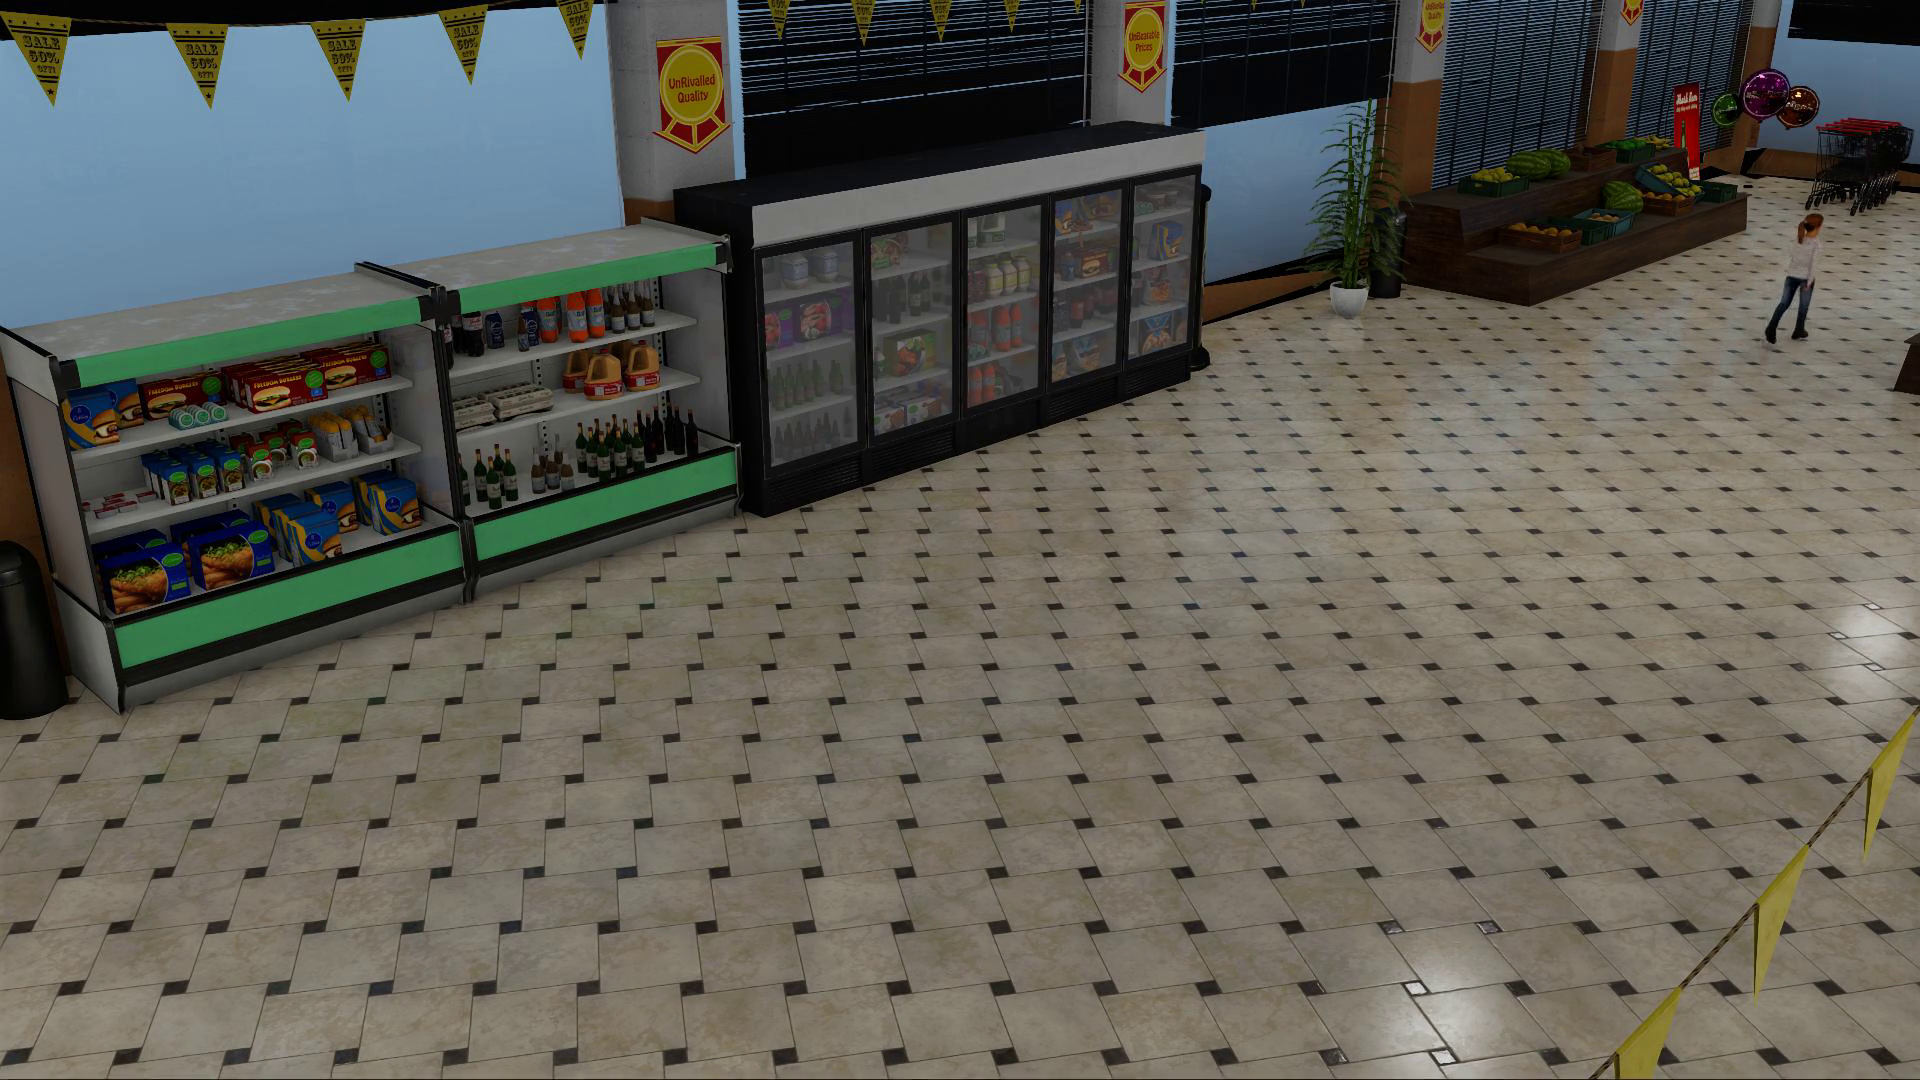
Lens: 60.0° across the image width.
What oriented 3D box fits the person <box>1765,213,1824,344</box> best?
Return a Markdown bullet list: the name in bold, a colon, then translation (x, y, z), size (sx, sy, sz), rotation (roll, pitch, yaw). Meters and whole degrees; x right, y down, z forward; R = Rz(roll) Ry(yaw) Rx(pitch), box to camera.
- **person**: translation (8.315, -2.582, 16.572), size (0.946, 1.289, 0.565), rotation (-15, 26, -33)
